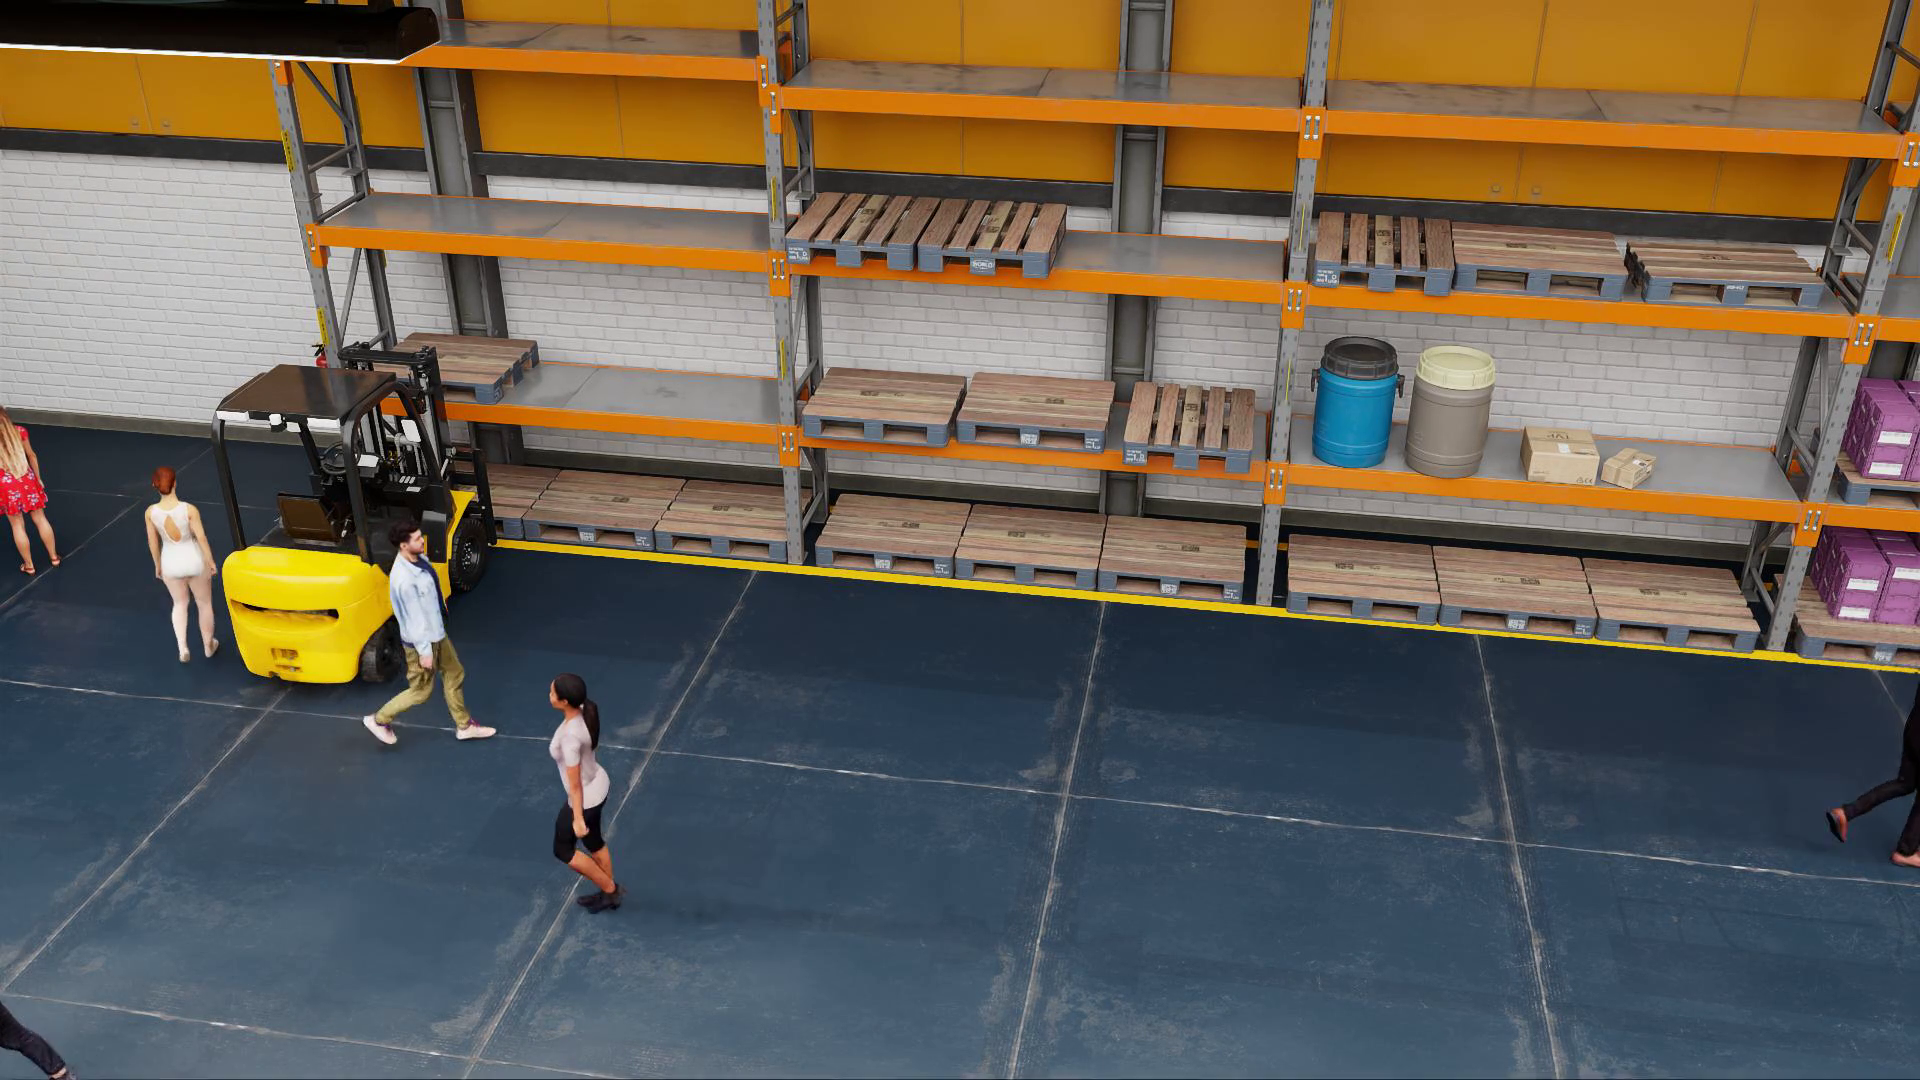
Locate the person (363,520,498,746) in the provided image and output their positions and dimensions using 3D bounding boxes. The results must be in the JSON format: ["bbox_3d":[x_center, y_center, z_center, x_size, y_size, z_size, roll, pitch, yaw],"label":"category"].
[{"bbox_3d":[-3.829,0.699,11.618,1.197,1.787,0.866,-2,29,-5],"label":"person"}]

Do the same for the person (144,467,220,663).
[{"bbox_3d":[-5.894,0.243,12.618,0.753,1.630,0.781,-6,29,-10],"label":"person"}]

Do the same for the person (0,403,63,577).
[{"bbox_3d":[-7.908,-0.454,13.934,0.665,1.592,0.708,-23,36,-36],"label":"person"}]

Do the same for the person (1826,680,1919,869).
[{"bbox_3d":[6.022,1.270,10.484,0.978,1.870,0.724,3,29,6],"label":"person"}]

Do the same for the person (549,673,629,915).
[{"bbox_3d":[-2.196,1.570,10.076,0.656,1.735,0.648,1,29,2],"label":"person"}]
